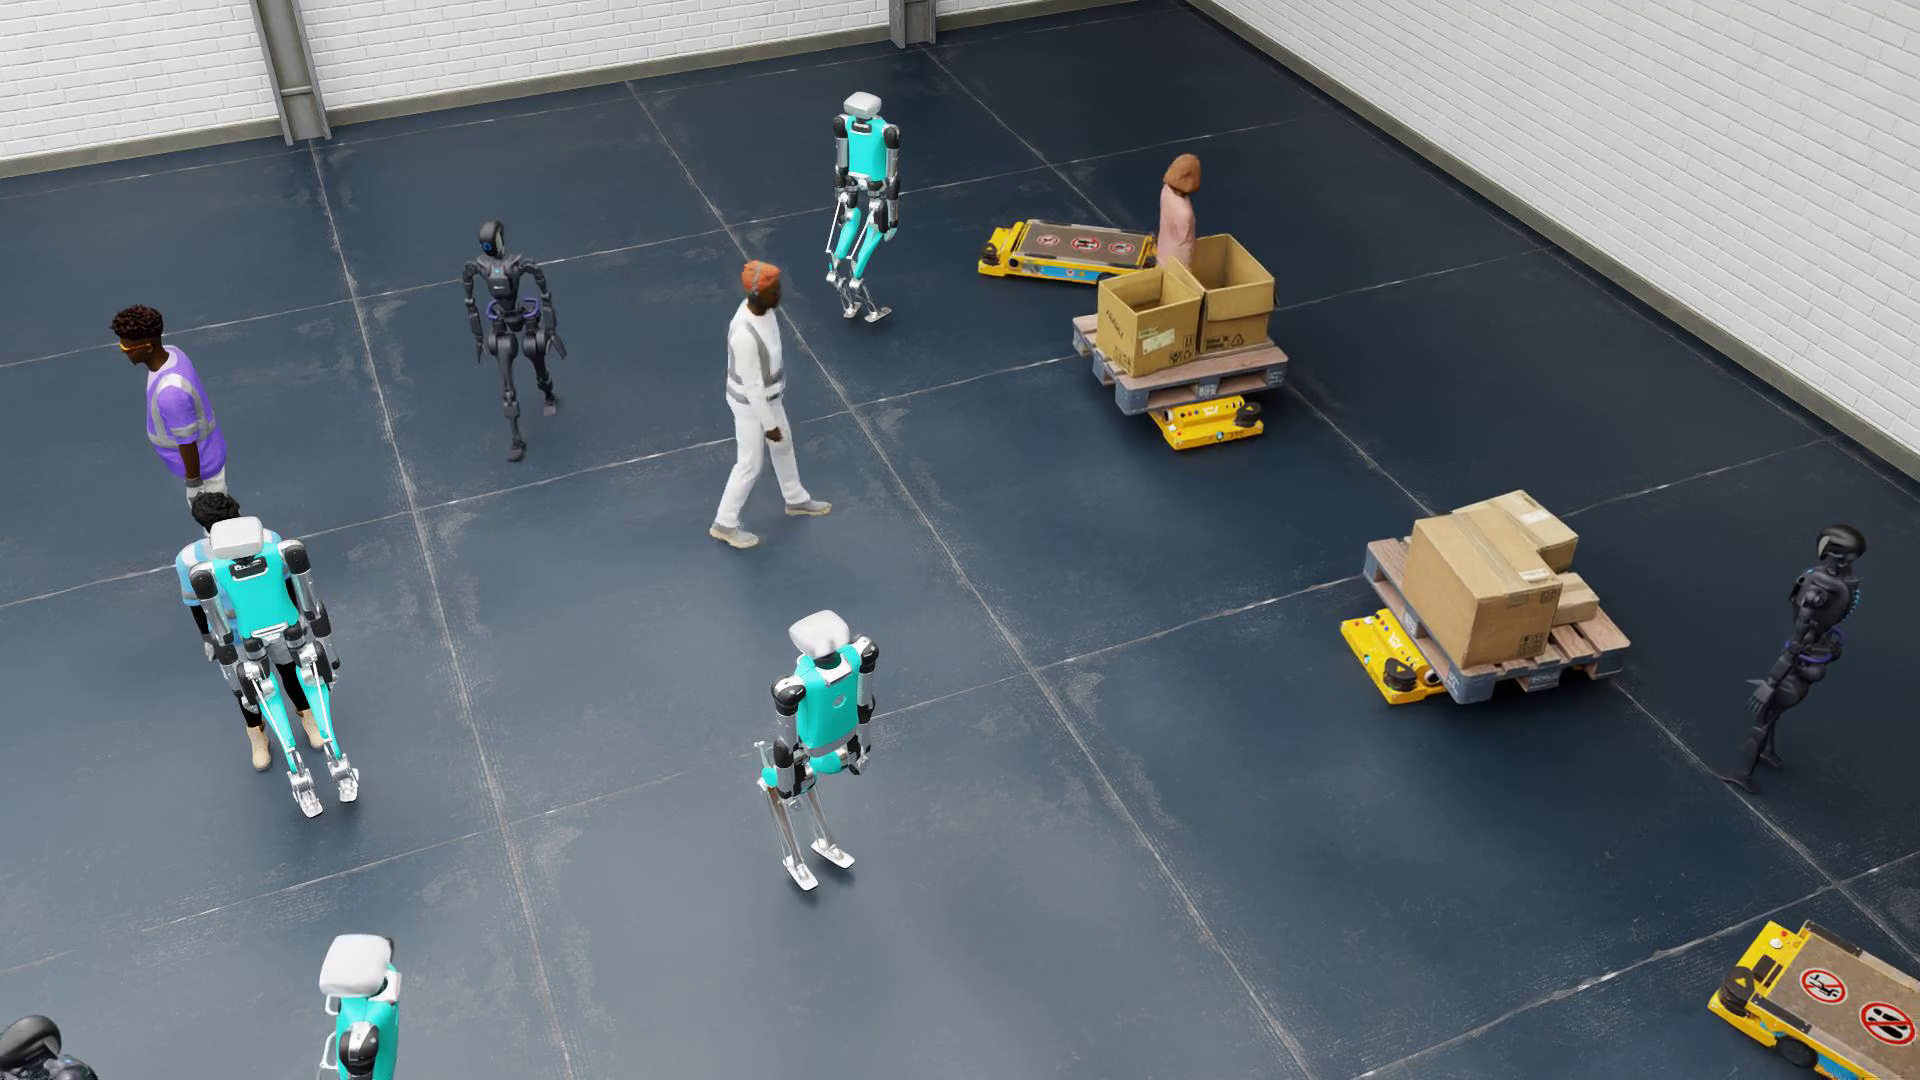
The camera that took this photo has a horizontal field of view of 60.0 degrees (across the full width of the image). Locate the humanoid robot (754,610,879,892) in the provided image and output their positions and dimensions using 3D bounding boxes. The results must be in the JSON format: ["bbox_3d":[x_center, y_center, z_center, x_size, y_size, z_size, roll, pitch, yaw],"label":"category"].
[{"bbox_3d":[-0.744,0.926,7.777,0.530,1.691,0.740,-27,45,-31],"label":"humanoid robot"}]

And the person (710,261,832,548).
[{"bbox_3d":[-1.202,-0.825,10.044,0.615,1.873,0.659,6,38,7],"label":"person"}]

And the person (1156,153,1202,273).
[{"bbox_3d":[1.491,-1.956,11.708,0.487,1.624,0.509,-6,38,-7],"label":"person"}]

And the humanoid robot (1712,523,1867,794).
[{"bbox_3d":[4.172,0.612,8.316,0.323,1.655,0.614,30,46,33],"label":"humanoid robot"}]

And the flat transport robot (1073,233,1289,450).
[{"bbox_3d":[1.537,-1.135,11.751,0.659,0.231,1.431,-12,39,-15],"label":"flat transport robot"}]

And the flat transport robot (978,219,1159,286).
[{"bbox_3d":[0.914,-2.262,13.217,1.431,0.231,0.659,9,38,11],"label":"flat transport robot"}]

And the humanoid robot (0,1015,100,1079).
[{"bbox_3d":[-3.169,2.292,6.124,0.605,1.649,0.344,16,40,20],"label":"humanoid robot"}]

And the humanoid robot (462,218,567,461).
[{"bbox_3d":[-2.914,-1.382,10.967,0.610,1.634,0.787,-2,38,-2],"label":"humanoid robot"}]

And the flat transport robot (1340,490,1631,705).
[{"bbox_3d":[2.989,0.553,9.554,1.431,0.231,0.659,-9,38,-11],"label":"flat transport robot"}]

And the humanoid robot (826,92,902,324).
[{"bbox_3d":[-0.770,-2.314,11.971,0.533,1.677,0.735,18,41,22],"label":"humanoid robot"}]

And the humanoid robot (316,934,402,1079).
[{"bbox_3d":[-2.434,2.148,6.278,1.057,1.712,0.530,-5,38,-6],"label":"humanoid robot"}]

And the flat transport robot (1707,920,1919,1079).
[{"bbox_3d":[4.152,2.246,7.349,1.431,0.231,0.659,31,47,34],"label":"flat transport robot"}]

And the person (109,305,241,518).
[{"bbox_3d":[-4.388,-0.475,9.510,0.374,1.958,0.605,-16,40,-19],"label":"person"}]

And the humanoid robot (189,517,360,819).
[{"bbox_3d":[-3.240,0.719,8.024,0.533,1.677,0.735,-17,41,-20],"label":"humanoid robot"}]

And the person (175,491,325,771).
[{"bbox_3d":[-3.625,0.446,8.524,0.532,1.692,0.319,-19,41,-22],"label":"person"}]
